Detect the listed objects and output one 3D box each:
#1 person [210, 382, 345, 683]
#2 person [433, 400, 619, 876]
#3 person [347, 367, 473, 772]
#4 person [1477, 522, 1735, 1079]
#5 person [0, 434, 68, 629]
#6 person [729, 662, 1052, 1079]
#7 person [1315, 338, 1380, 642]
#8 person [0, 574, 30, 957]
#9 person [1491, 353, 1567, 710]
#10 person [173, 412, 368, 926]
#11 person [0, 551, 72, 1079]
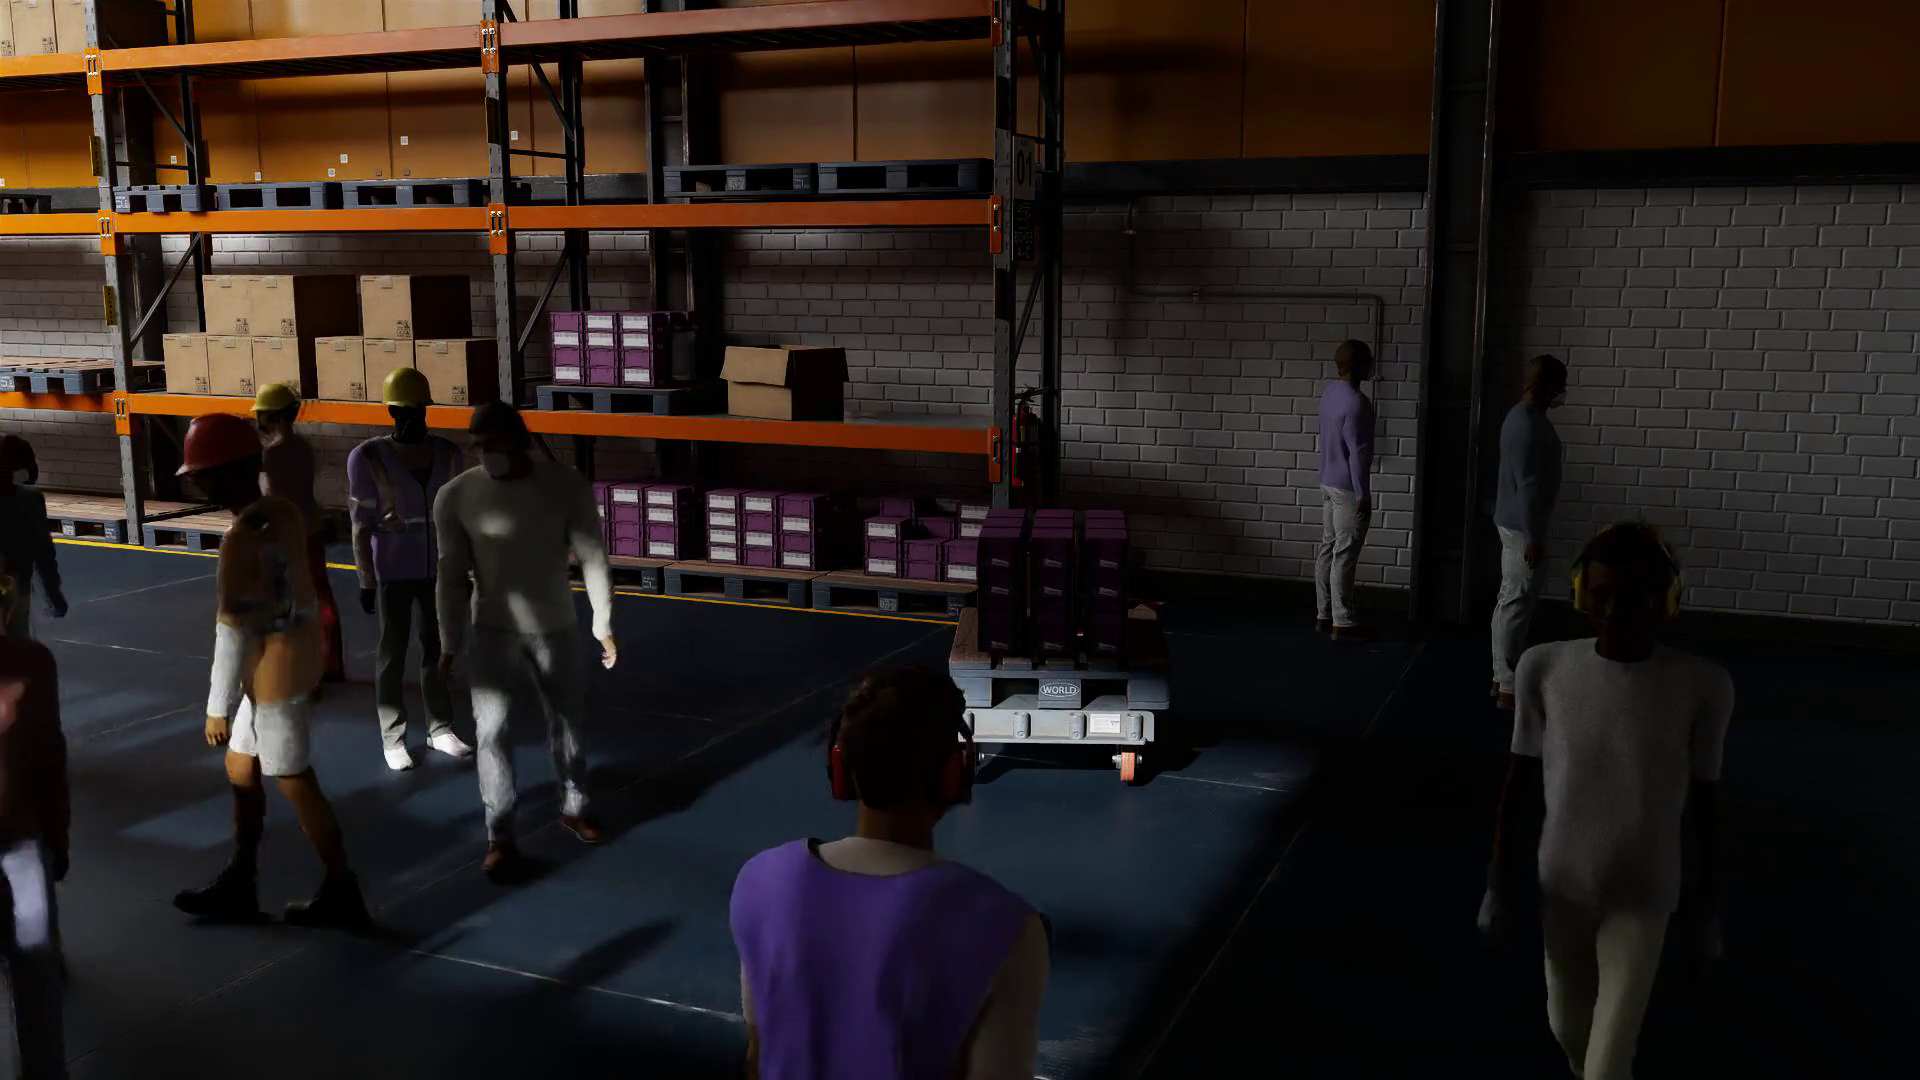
[{"bbox_3d":[-3.935,-0.030,9.531,0.827,1.730,0.553,2,10,9],"label":"person"},{"bbox_3d":[-1.732,0.378,6.661,0.711,1.894,0.727,-3,10,-16],"label":"person"},{"bbox_3d":[-2.626,0.132,8.023,0.366,1.926,0.592,9,13,42],"label":"person"},{"bbox_3d":[1.587,0.841,4.099,0.546,1.836,0.915,6,11,30],"label":"person"},{"bbox_3d":[-4.604,0.291,8.015,0.415,1.610,0.508,1,10,8],"label":"person"},{"bbox_3d":[-0.060,1.086,2.718,0.594,1.786,0.954,5,11,29],"label":"person"},{"bbox_3d":[2.498,-0.323,10.713,0.372,1.940,0.630,-1,10,-7],"label":"person"},{"bbox_3d":[-3.488,0.672,5.750,0.864,1.589,0.528,4,10,21],"label":"person"},{"bbox_3d":[3.092,-0.043,9.046,0.372,1.936,0.627,2,10,14],"label":"person"},{"bbox_3d":[-2.570,0.496,5.925,0.853,1.895,0.569,-1,10,-7],"label":"person"},{"bbox_3d":[-2.648,0.819,4.435,0.581,1.751,0.545,7,12,36],"label":"person"}]
